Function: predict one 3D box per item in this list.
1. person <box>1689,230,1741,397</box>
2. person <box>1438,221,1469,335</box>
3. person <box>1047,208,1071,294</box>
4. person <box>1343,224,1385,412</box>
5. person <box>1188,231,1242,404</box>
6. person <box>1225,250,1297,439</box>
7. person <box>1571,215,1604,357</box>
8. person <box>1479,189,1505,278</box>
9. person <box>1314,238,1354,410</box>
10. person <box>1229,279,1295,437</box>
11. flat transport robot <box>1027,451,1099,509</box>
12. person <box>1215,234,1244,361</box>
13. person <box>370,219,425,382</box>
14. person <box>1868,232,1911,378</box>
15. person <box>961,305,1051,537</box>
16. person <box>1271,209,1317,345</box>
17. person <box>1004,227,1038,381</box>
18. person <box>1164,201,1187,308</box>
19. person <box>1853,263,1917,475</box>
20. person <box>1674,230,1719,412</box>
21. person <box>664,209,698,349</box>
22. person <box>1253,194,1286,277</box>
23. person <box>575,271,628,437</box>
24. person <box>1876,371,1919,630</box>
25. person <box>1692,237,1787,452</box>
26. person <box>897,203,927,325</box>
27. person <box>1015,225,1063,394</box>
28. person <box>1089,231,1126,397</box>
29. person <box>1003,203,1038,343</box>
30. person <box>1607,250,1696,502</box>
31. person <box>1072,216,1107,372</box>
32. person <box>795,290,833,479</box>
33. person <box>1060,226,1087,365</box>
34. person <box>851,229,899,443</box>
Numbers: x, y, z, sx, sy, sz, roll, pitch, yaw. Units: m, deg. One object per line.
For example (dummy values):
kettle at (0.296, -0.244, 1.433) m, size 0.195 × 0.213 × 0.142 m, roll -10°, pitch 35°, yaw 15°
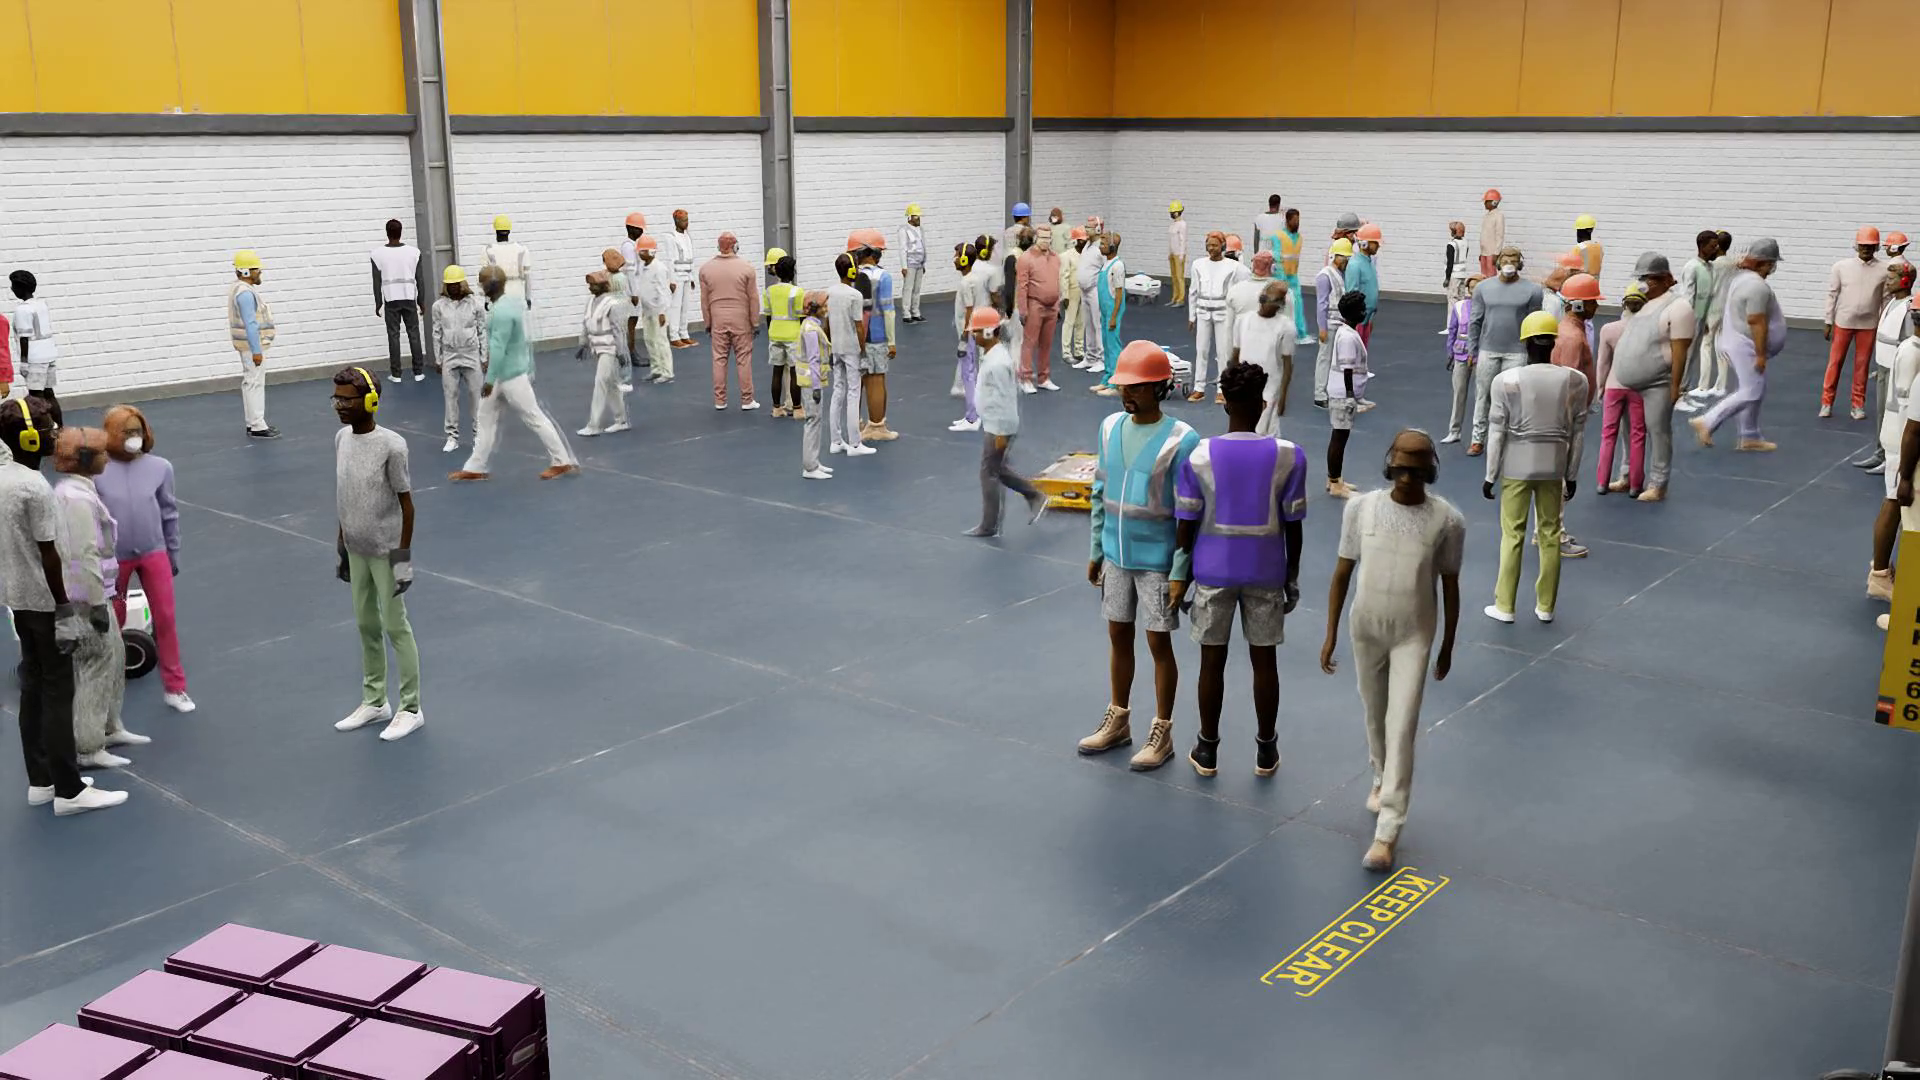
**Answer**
person at (8.463, -2.526, 18.648) m, size 0.503 × 1.861 × 0.327 m, roll -6°, pitch 15°, yaw -22°
person at (7.198, -3.803, 24.183) m, size 0.314 × 1.642 × 0.514 m, roll 14°, pitch 19°, yaw 43°
person at (1.607, -4.837, 28.348) m, size 0.533 × 1.612 × 0.538 m, roll 7°, pitch 16°, yaw 27°
person at (4.277, -2.361, 17.721) m, size 0.406 × 1.987 × 0.615 m, roll 8°, pitch 16°, yaw 30°
person at (2.783, -2.433, 18.215) m, size 0.576 × 1.881 × 0.352 m, roll 7°, pitch 15°, yaw 25°
person at (2.746, -1.688, 15.194) m, size 0.651 × 1.906 × 0.409 m, roll 6°, pitch 15°, yaw 22°
person at (7.737, -3.074, 20.717) m, size 0.582 × 1.919 × 0.397 m, roll -11°, pitch 18°, yaw -37°
person at (8.518, -4.630, 26.766) m, size 0.382 × 1.993 × 0.622 m, roll -1°, pitch 14°, yaw -6°
person at (4.038, -2.319, 17.867) m, size 0.404 × 1.827 × 0.600 m, roll 12°, pitch 18°, yaw 39°
person at (2.393, -1.194, 13.396) m, size 0.532 × 1.829 × 0.404 m, roll 8°, pitch 16°, yaw 30°
flat transport robot at (1.062, -0.504, 13.777) m, size 0.652 × 0.197 × 1.431 m, roll 5°, pitch 15°, yaw 18°
person at (3.504, -3.130, 21.495) m, size 0.305 × 1.640 × 0.522 m, roll 8°, pitch 16°, yaw 28°
person at (-6.654, -2.836, 19.757) m, size 0.591 × 1.919 × 0.390 m, roll -7°, pitch 16°, yaw -26°
person at (11.207, -2.831, 20.067) m, size 0.343 × 1.748 × 0.573 m, roll 12°, pitch 19°, yaw 41°
person at (0.340, -0.876, 12.322) m, size 0.615 × 1.727 × 0.574 m, roll -1°, pitch 14°, yaw -6°
person at (4.560, -3.673, 23.216) m, size 0.604 × 1.873 × 0.977 m, roll -9°, pitch 17°, yaw -33°
person at (0.830, -2.820, 19.887) m, size 0.632 × 1.818 × 0.625 m, roll 7°, pitch 16°, yaw 25°
person at (3.612, -4.776, 27.837) m, size 0.339 × 1.761 × 0.524 m, roll -4°, pitch 15°, yaw -16°
person at (8.159, -1.484, 14.497) m, size 0.373 × 1.843 × 0.570 m, roll 3°, pitch 14°, yaw 11°
person at (7.857, -2.349, 17.808) m, size 0.394 × 1.919 × 0.590 m, roll 12°, pitch 19°, yaw 40°
person at (-3.822, -3.578, 22.789) m, size 0.338 × 1.882 × 0.582 m, roll 5°, pitch 15°, yaw 20°
person at (5.022, -4.604, 26.833) m, size 0.591 × 1.913 × 0.391 m, roll 7°, pitch 16°, yaw 25°
person at (-3.575, -1.817, 16.313) m, size 0.739 × 1.614 × 0.513 m, roll -11°, pitch 18°, yaw -37°
person at (5.869, -0.438, 9.924) m, size 0.683 × 2.000 × 0.536 m, roll -2°, pitch 14°, yaw -8°
person at (7.270, -1.807, 15.396) m, size 0.729 × 2.000 × 0.693 m, roll 3°, pitch 14°, yaw 13°
person at (-0.707, -4.232, 25.507) m, size 0.404 × 1.830 × 0.602 m, roll 8°, pitch 16°, yaw 30°
person at (0.931, -2.632, 18.970) m, size 0.652 × 1.903 × 0.403 m, roll -12°, pitch 18°, yaw -40°
person at (1.682, -2.540, 18.722) m, size 0.346 × 1.846 × 0.506 m, roll -3°, pitch 14°, yaw -10°
person at (0.830, -3.703, 23.156) m, size 0.389 × 1.949 × 0.604 m, roll -9°, pitch 17°, yaw -33°
person at (5.571, -1.342, 13.537) m, size 0.536 × 2.000 × 0.688 m, roll -6°, pitch 15°, yaw -22°
person at (1.647, -3.037, 20.580) m, size 0.406 × 1.911 × 0.636 m, roll -6°, pitch 15°, yaw -22°
person at (-1.261, -1.338, 14.351) m, size 0.317 × 1.631 × 0.525 m, roll -2°, pitch 14°, yaw -7°
person at (1.519, -3.134, 21.276) m, size 0.561 × 1.753 × 0.327 m, roll -13°, pitch 19°, yaw -42°
person at (-0.849, -1.963, 16.018) m, size 0.616 × 2.039 × 0.389 m, roll 10°, pitch 17°, yaw 36°
